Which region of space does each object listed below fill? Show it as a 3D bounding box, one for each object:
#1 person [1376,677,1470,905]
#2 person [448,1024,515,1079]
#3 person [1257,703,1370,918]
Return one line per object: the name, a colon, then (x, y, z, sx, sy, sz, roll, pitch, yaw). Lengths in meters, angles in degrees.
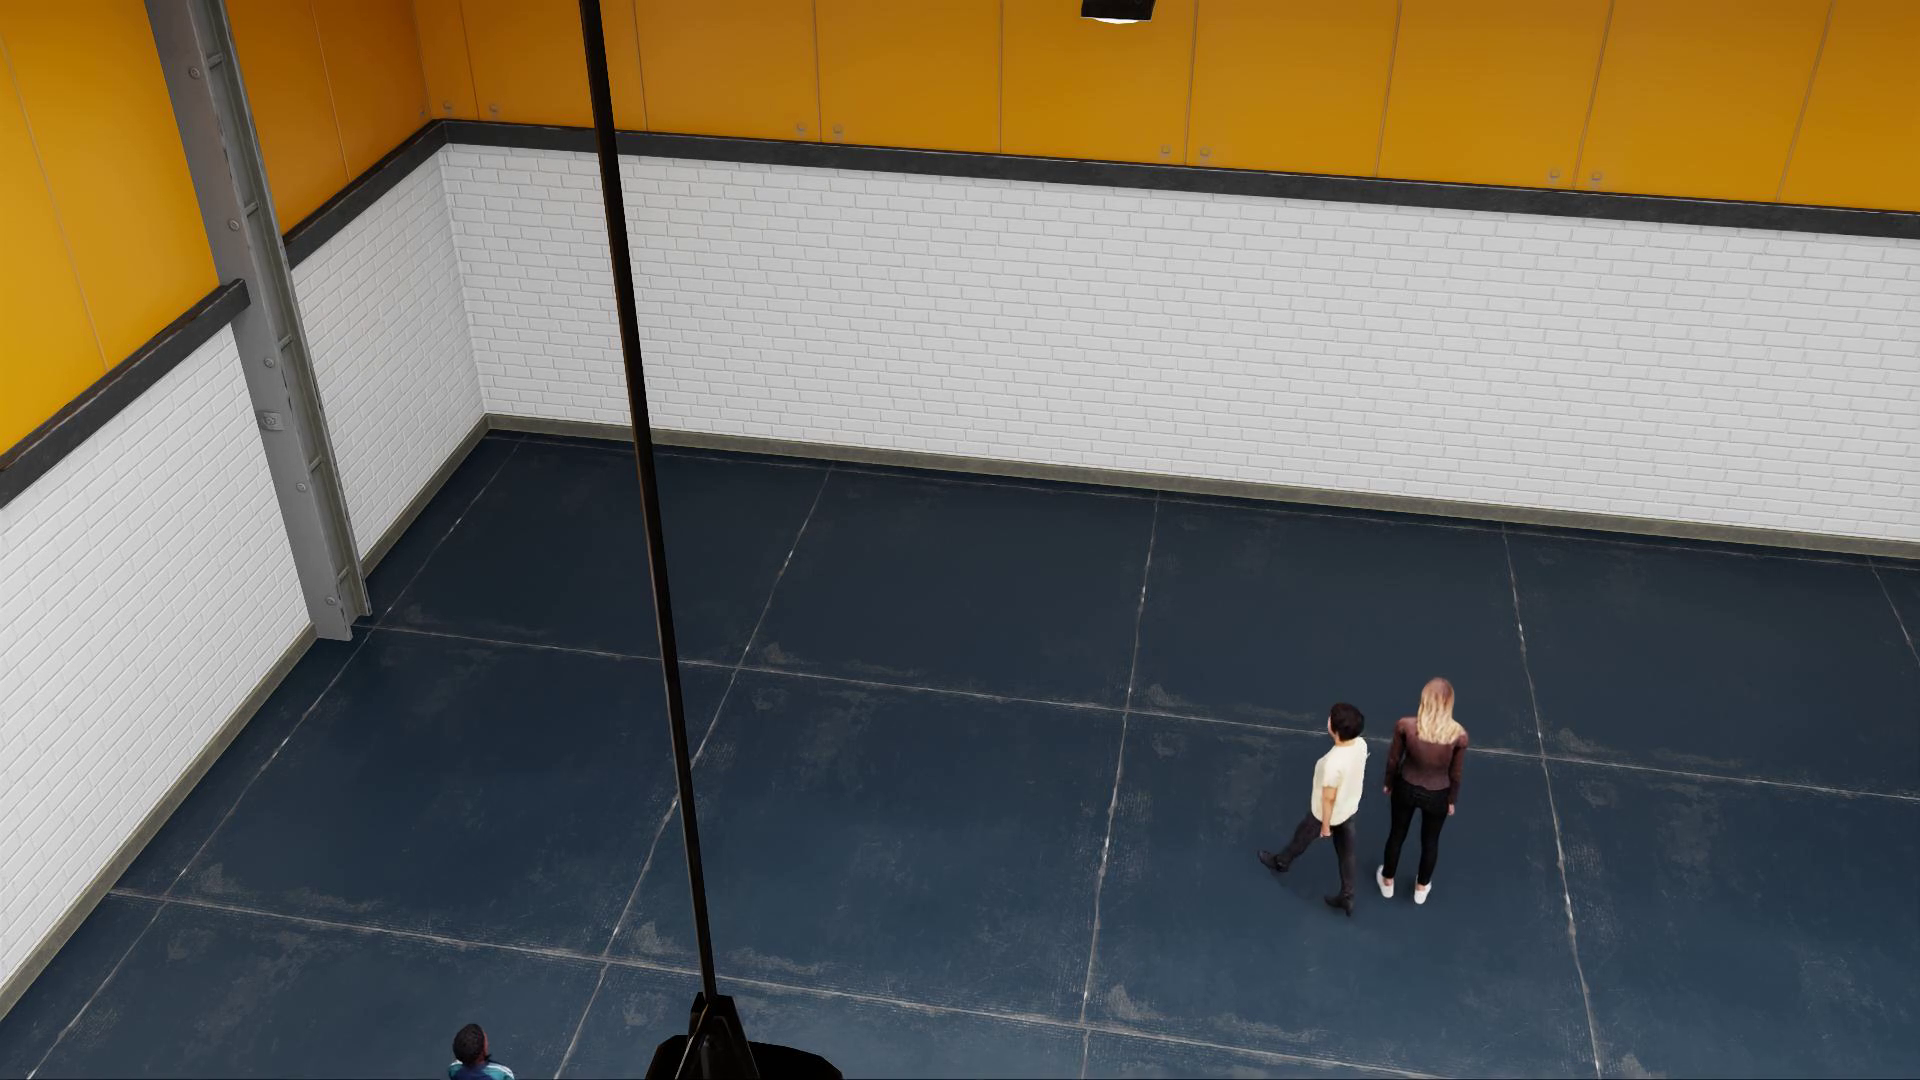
person: (2.875, 1.580, 10.392, 0.649, 1.701, 0.575, 11, 35, 16)
person: (-2.458, 3.021, 8.632, 0.515, 1.251, 0.537, 6, 34, 9)
person: (2.380, 1.715, 10.320, 0.987, 1.556, 0.997, -27, 42, -34)
